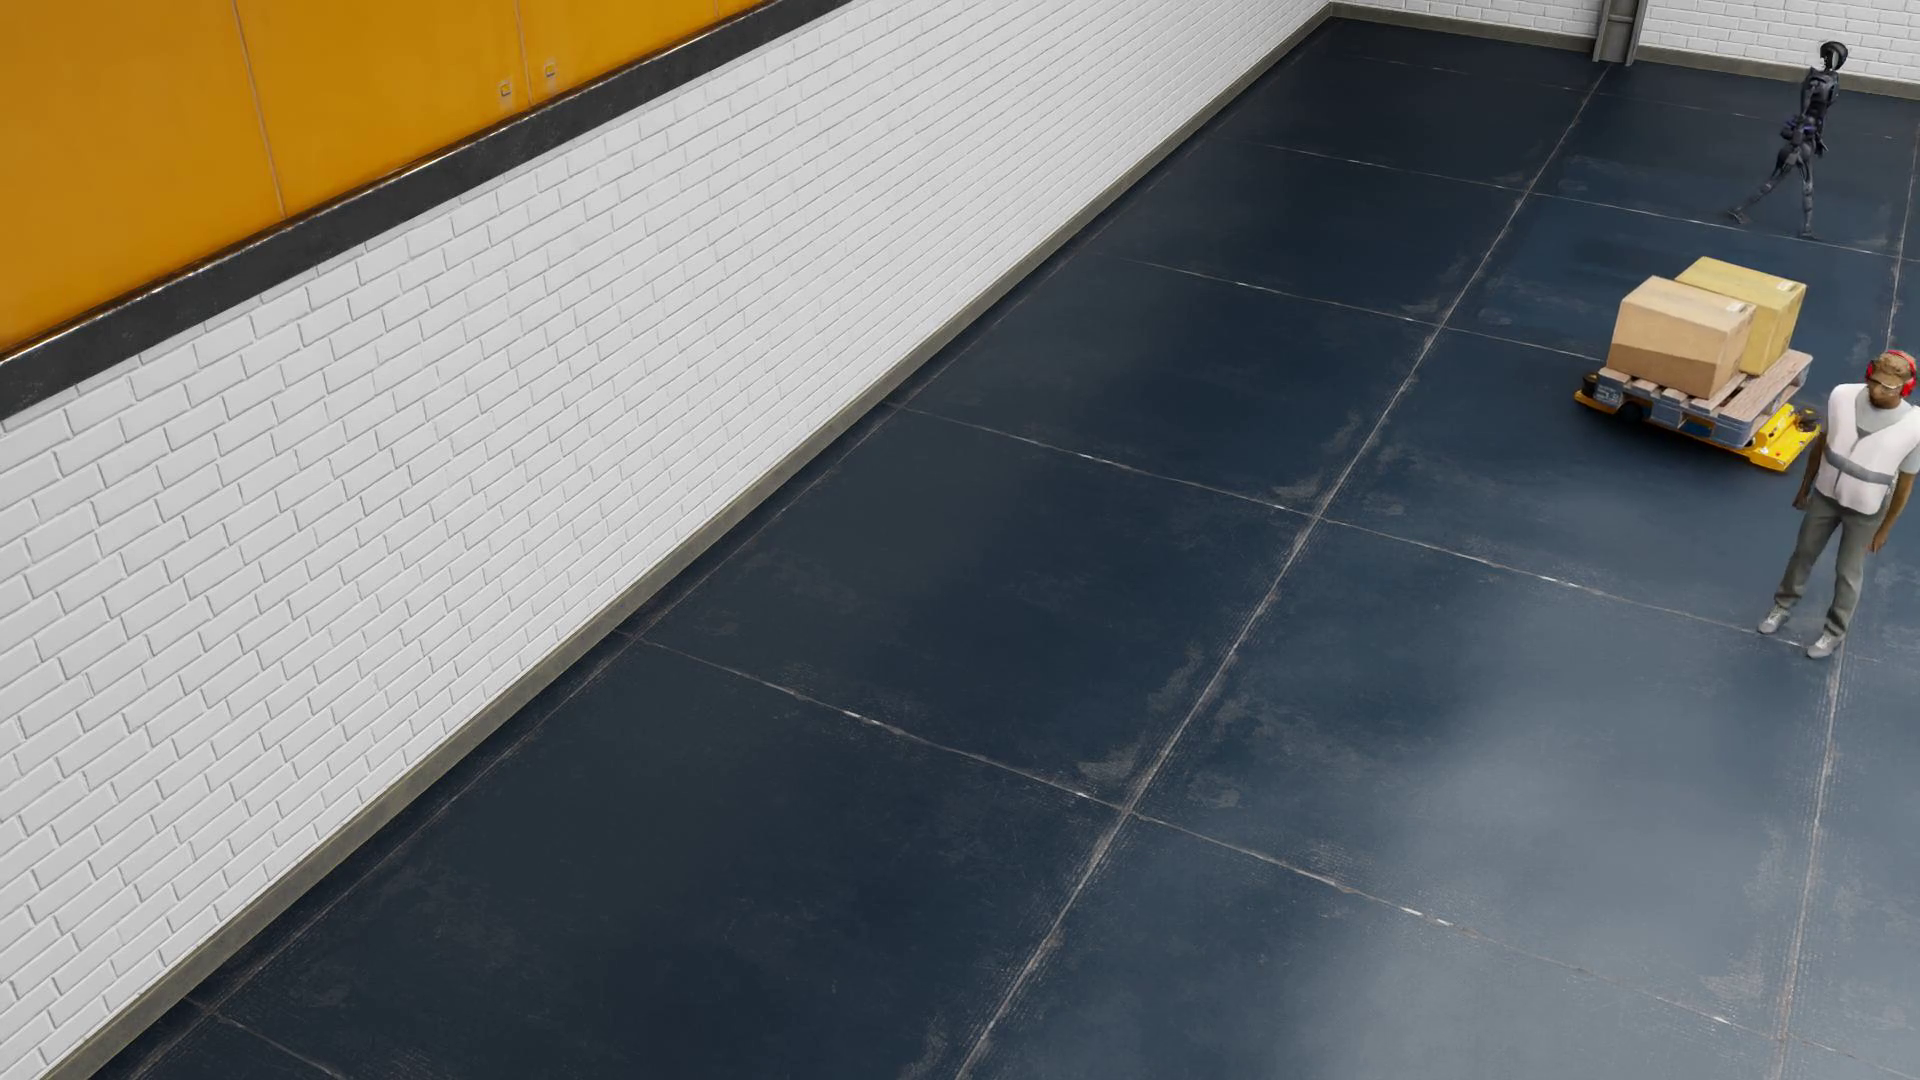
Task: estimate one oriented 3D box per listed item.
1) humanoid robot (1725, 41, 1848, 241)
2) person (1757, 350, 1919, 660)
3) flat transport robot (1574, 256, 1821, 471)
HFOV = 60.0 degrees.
[{"bbox_3d":[6.895,-3.297,13.681,0.822,1.631,0.607,29,43,35],"label":"humanoid robot"},{"bbox_3d":[4.755,-0.201,8.885,0.406,1.832,0.559,-21,39,-28],"label":"person"},{"bbox_3d":[5.011,-0.904,11.322,1.431,0.231,0.659,26,42,33],"label":"flat transport robot"}]
